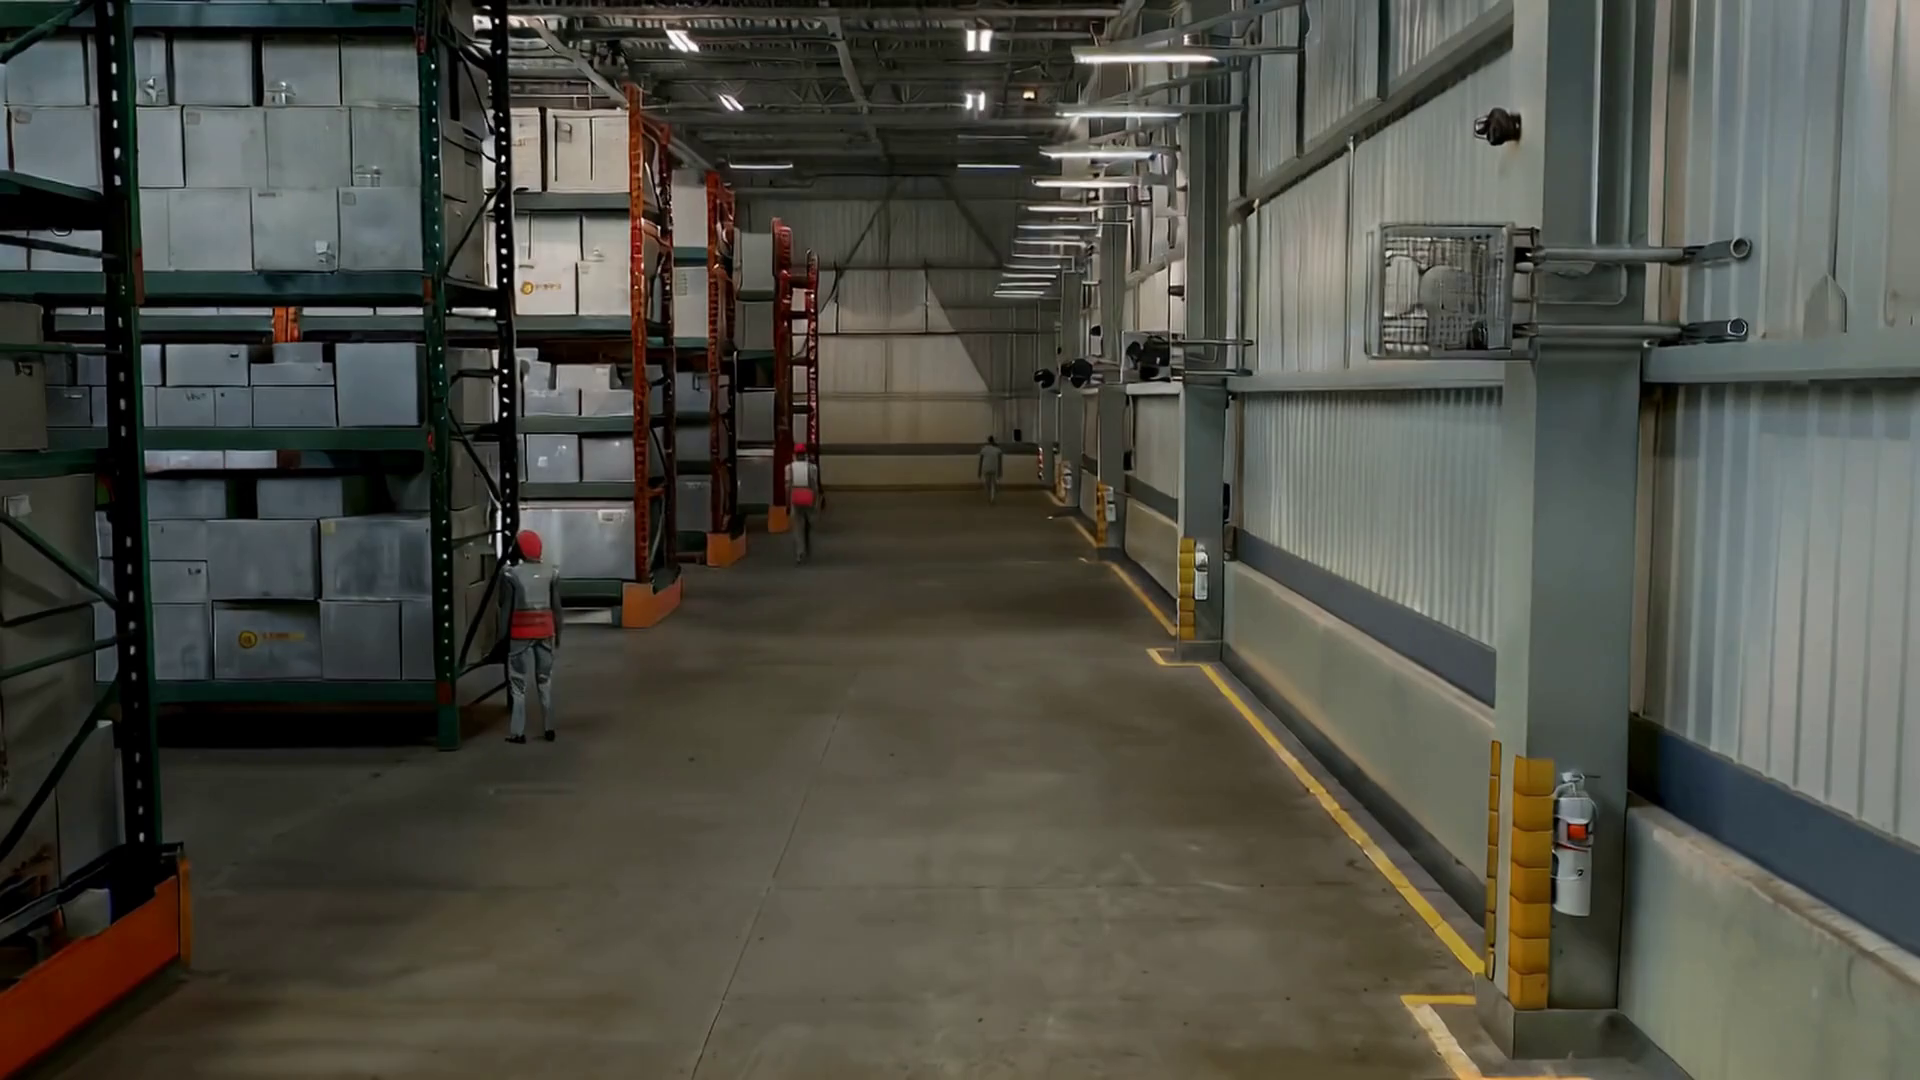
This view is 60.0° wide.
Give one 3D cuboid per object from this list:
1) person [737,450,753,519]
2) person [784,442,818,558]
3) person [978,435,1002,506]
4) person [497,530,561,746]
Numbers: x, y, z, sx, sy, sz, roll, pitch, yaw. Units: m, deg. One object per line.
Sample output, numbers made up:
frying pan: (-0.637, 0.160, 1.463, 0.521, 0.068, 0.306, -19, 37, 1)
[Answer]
person: (-4.664, -1.376, 35.567, 0.469, 1.904, 0.663, 2, 5, 19)
person: (-2.608, -0.652, 27.245, 0.560, 1.877, 1.045, 0, 5, -1)
person: (0.722, -1.684, 40.222, 0.571, 1.702, 0.908, 0, 5, -2)
person: (-3.242, 0.734, 12.556, 0.520, 1.630, 0.321, -5, 7, -44)
